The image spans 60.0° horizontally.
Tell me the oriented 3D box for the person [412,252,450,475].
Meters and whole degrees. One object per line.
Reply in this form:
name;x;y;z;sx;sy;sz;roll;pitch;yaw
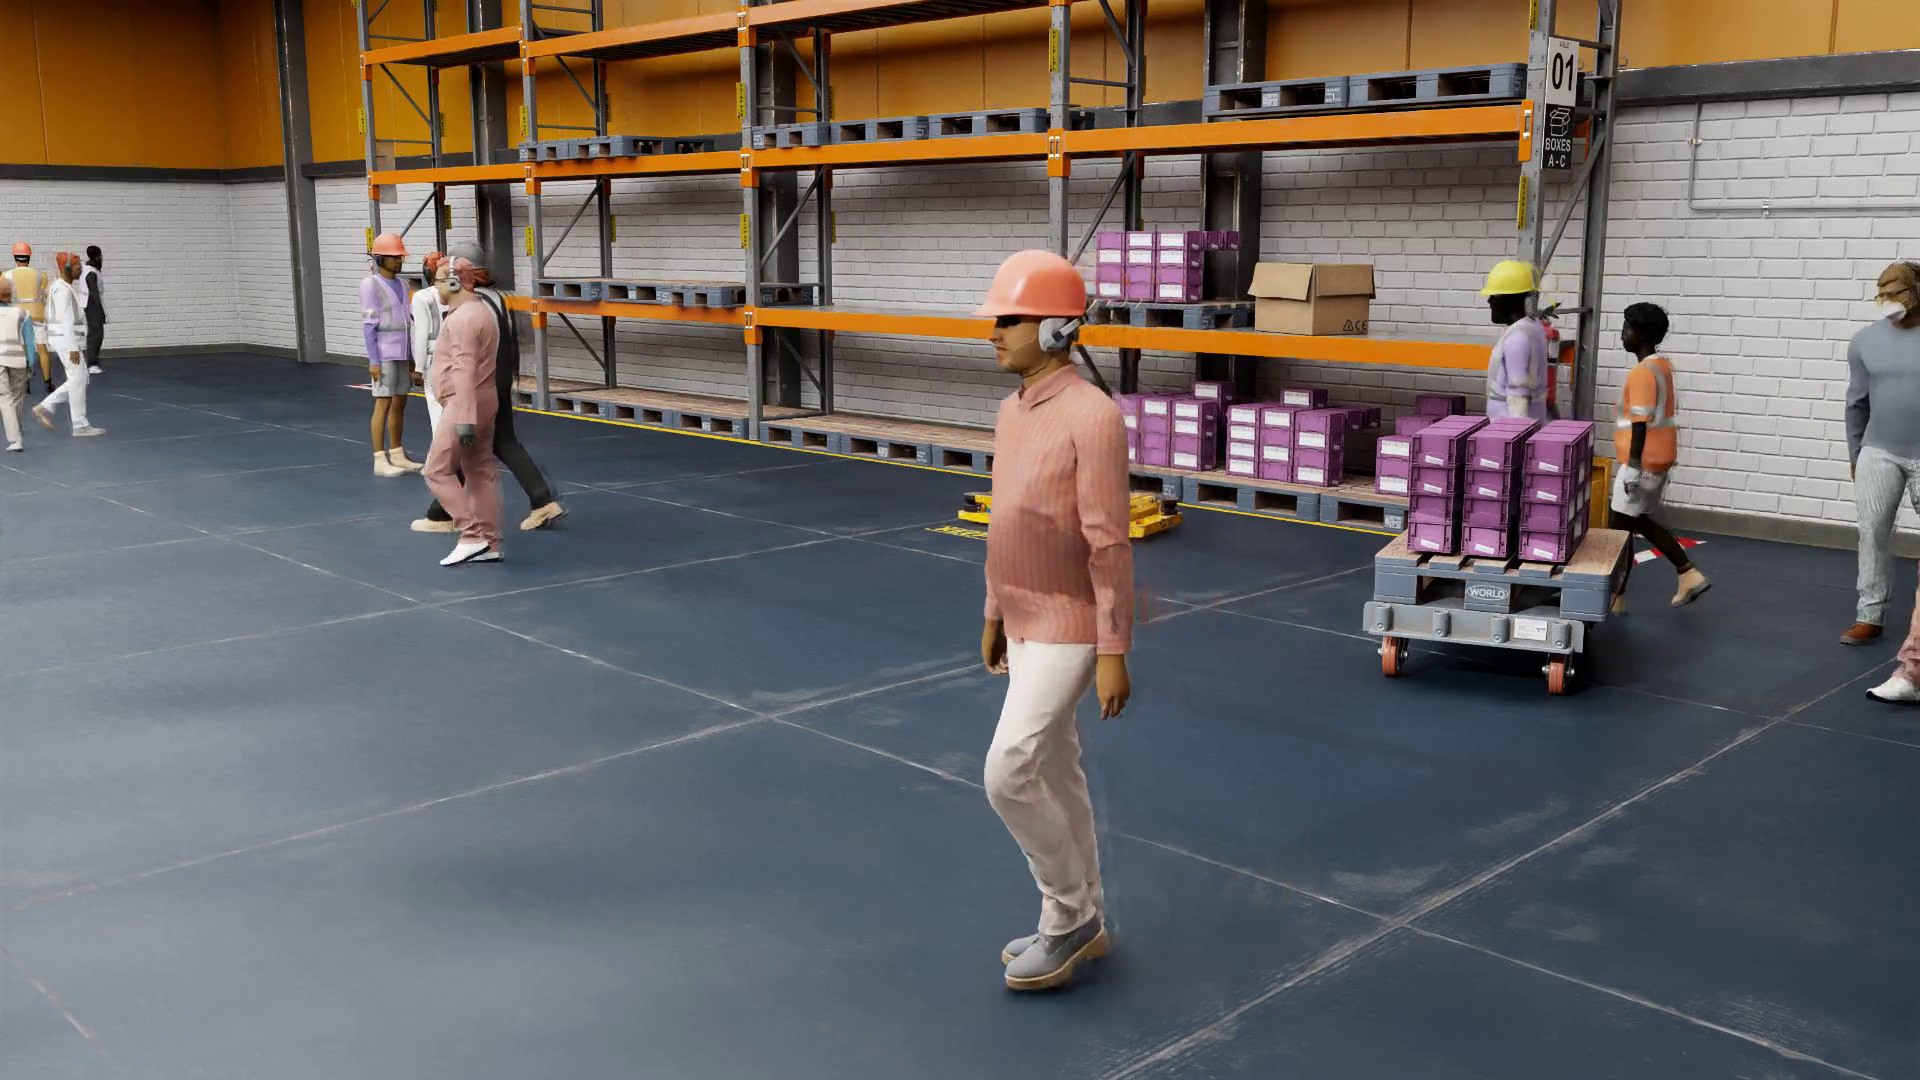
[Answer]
person;-4.378;-1.482;14.050;0.343;1.882;0.585;6;12;30

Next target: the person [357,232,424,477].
person;-4.779;-1.560;14.043;0.390;2.040;0.614;3;11;14

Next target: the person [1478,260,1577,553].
person;3.173;-0.620;9.338;0.864;1.894;0.596;6;12;30

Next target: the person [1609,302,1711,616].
person;3.638;-0.414;8.783;0.600;1.681;0.549;6;12;30

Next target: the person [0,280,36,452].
person;-9.056;-1.646;15.723;0.529;1.595;0.841;-10;15;-44

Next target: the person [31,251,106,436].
person;-9.019;-1.963;16.723;0.554;1.868;0.574;-5;11;-24

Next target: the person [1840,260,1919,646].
person;4.755;-0.429;8.273;0.780;1.911;0.644;-9;14;-42

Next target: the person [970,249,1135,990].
person;0.208;0.227;4.453;0.528;1.977;0.653;-4;11;-20

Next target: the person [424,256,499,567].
person;-3.066;-0.773;10.162;0.485;1.890;0.686;-1;10;-6

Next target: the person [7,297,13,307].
person;-11.032;-2.261;18.970;0.514;1.640;0.309;-10;14;-43

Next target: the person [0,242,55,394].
person;-11.935;-2.839;21.307;0.543;1.939;0.355;-6;12;-32

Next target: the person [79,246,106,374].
person;-12.813;-3.398;24.562;0.384;1.870;0.732;-6;12;-29

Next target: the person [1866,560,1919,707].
person;4.316;-0.175;7.002;0.900;1.856;0.689;-6;12;-30

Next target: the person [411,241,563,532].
person;-3.235;-1.056;11.305;1.015;2.000;0.685;1;10;8

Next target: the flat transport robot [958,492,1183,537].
flat transport robot;0.763;-0.221;11.576;1.431;0.197;0.652;6;12;30
